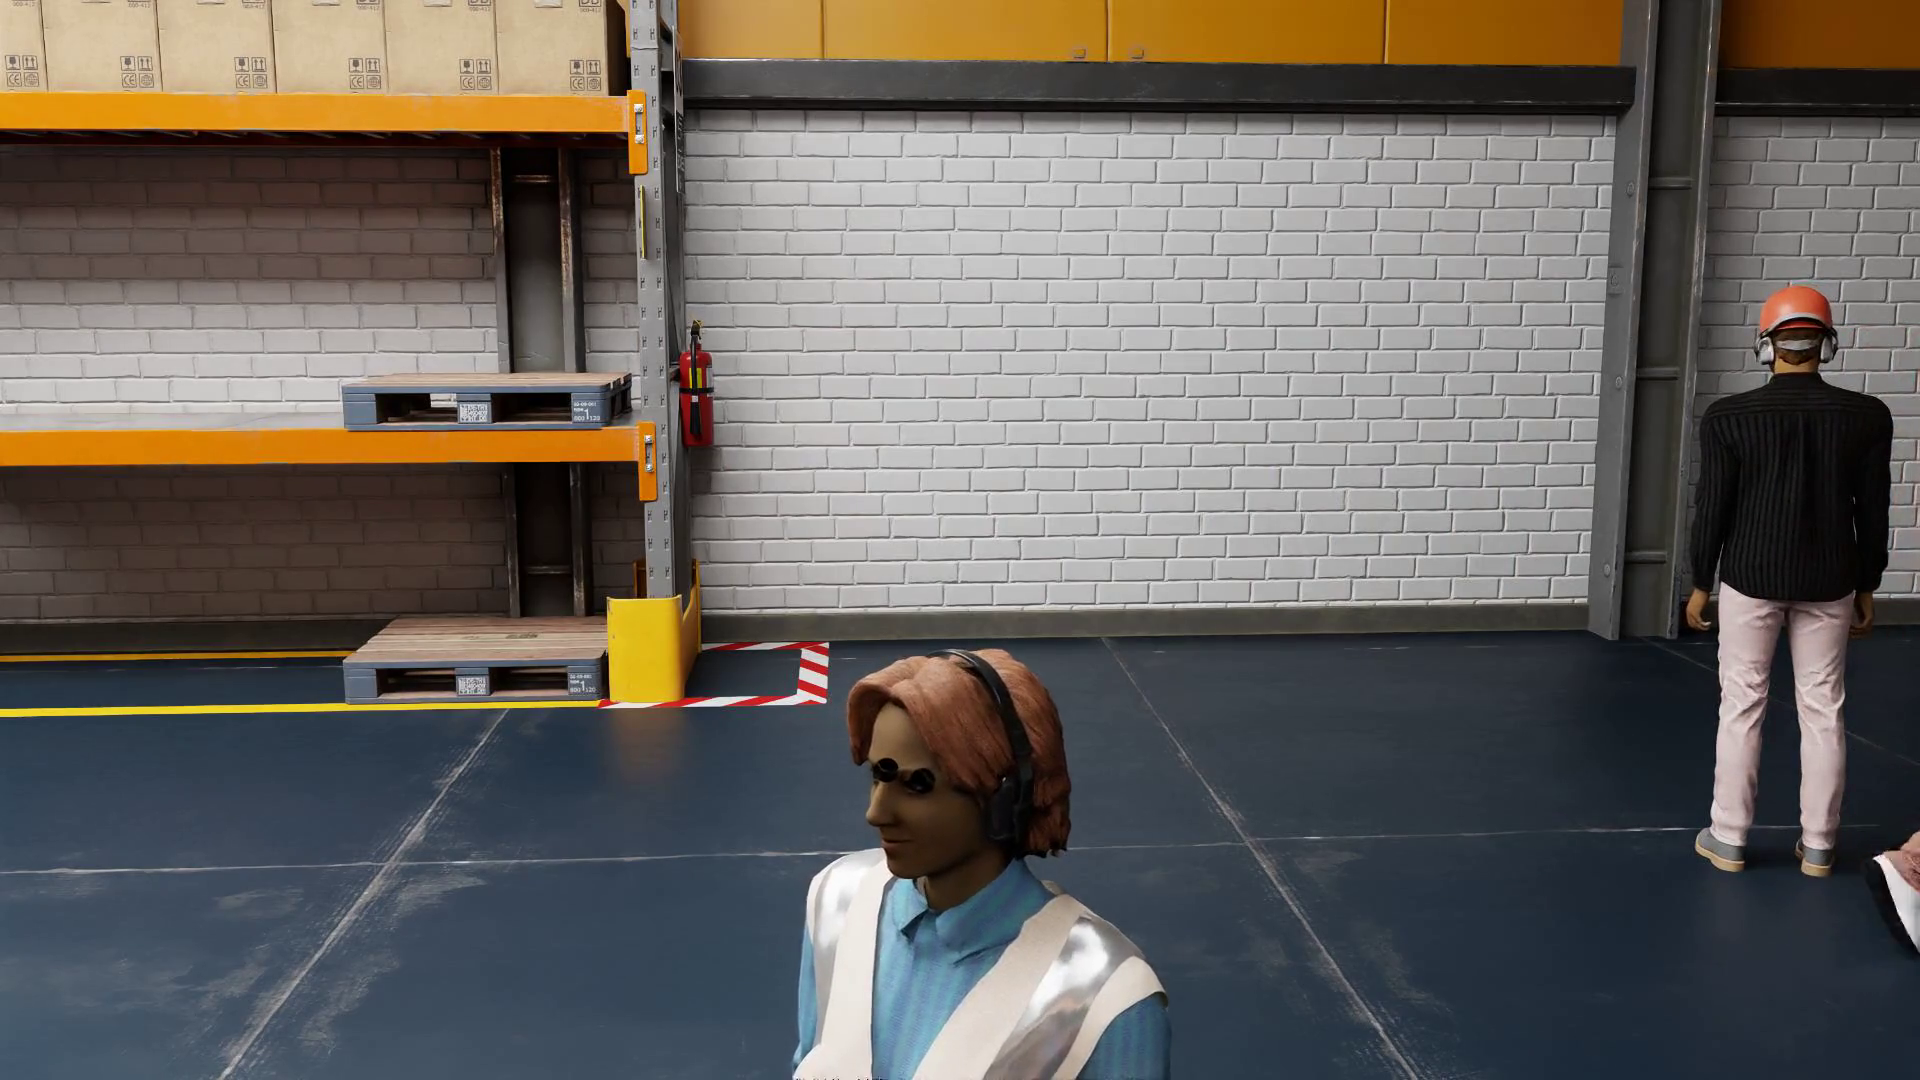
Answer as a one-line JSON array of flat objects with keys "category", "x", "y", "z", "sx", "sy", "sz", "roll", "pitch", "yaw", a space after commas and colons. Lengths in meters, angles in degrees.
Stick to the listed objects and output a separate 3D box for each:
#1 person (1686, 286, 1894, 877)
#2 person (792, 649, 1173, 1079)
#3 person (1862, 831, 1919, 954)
[{"category": "person", "x": 2.779, "y": 0.146, "z": 5.617, "sx": 0.608, "sy": 1.985, "sz": 0.394, "roll": 2, "pitch": 9, "yaw": 14}, {"category": "person", "x": 0.011, "y": 0.918, "z": 1.843, "sx": 0.515, "sy": 1.641, "sz": 0.315, "roll": 8, "pitch": 12, "yaw": 42}, {"category": "person", "x": 3.101, "y": 0.358, "z": 4.658, "sx": 0.825, "sy": 1.875, "sz": 0.645, "roll": 2, "pitch": 9, "yaw": 15}]
